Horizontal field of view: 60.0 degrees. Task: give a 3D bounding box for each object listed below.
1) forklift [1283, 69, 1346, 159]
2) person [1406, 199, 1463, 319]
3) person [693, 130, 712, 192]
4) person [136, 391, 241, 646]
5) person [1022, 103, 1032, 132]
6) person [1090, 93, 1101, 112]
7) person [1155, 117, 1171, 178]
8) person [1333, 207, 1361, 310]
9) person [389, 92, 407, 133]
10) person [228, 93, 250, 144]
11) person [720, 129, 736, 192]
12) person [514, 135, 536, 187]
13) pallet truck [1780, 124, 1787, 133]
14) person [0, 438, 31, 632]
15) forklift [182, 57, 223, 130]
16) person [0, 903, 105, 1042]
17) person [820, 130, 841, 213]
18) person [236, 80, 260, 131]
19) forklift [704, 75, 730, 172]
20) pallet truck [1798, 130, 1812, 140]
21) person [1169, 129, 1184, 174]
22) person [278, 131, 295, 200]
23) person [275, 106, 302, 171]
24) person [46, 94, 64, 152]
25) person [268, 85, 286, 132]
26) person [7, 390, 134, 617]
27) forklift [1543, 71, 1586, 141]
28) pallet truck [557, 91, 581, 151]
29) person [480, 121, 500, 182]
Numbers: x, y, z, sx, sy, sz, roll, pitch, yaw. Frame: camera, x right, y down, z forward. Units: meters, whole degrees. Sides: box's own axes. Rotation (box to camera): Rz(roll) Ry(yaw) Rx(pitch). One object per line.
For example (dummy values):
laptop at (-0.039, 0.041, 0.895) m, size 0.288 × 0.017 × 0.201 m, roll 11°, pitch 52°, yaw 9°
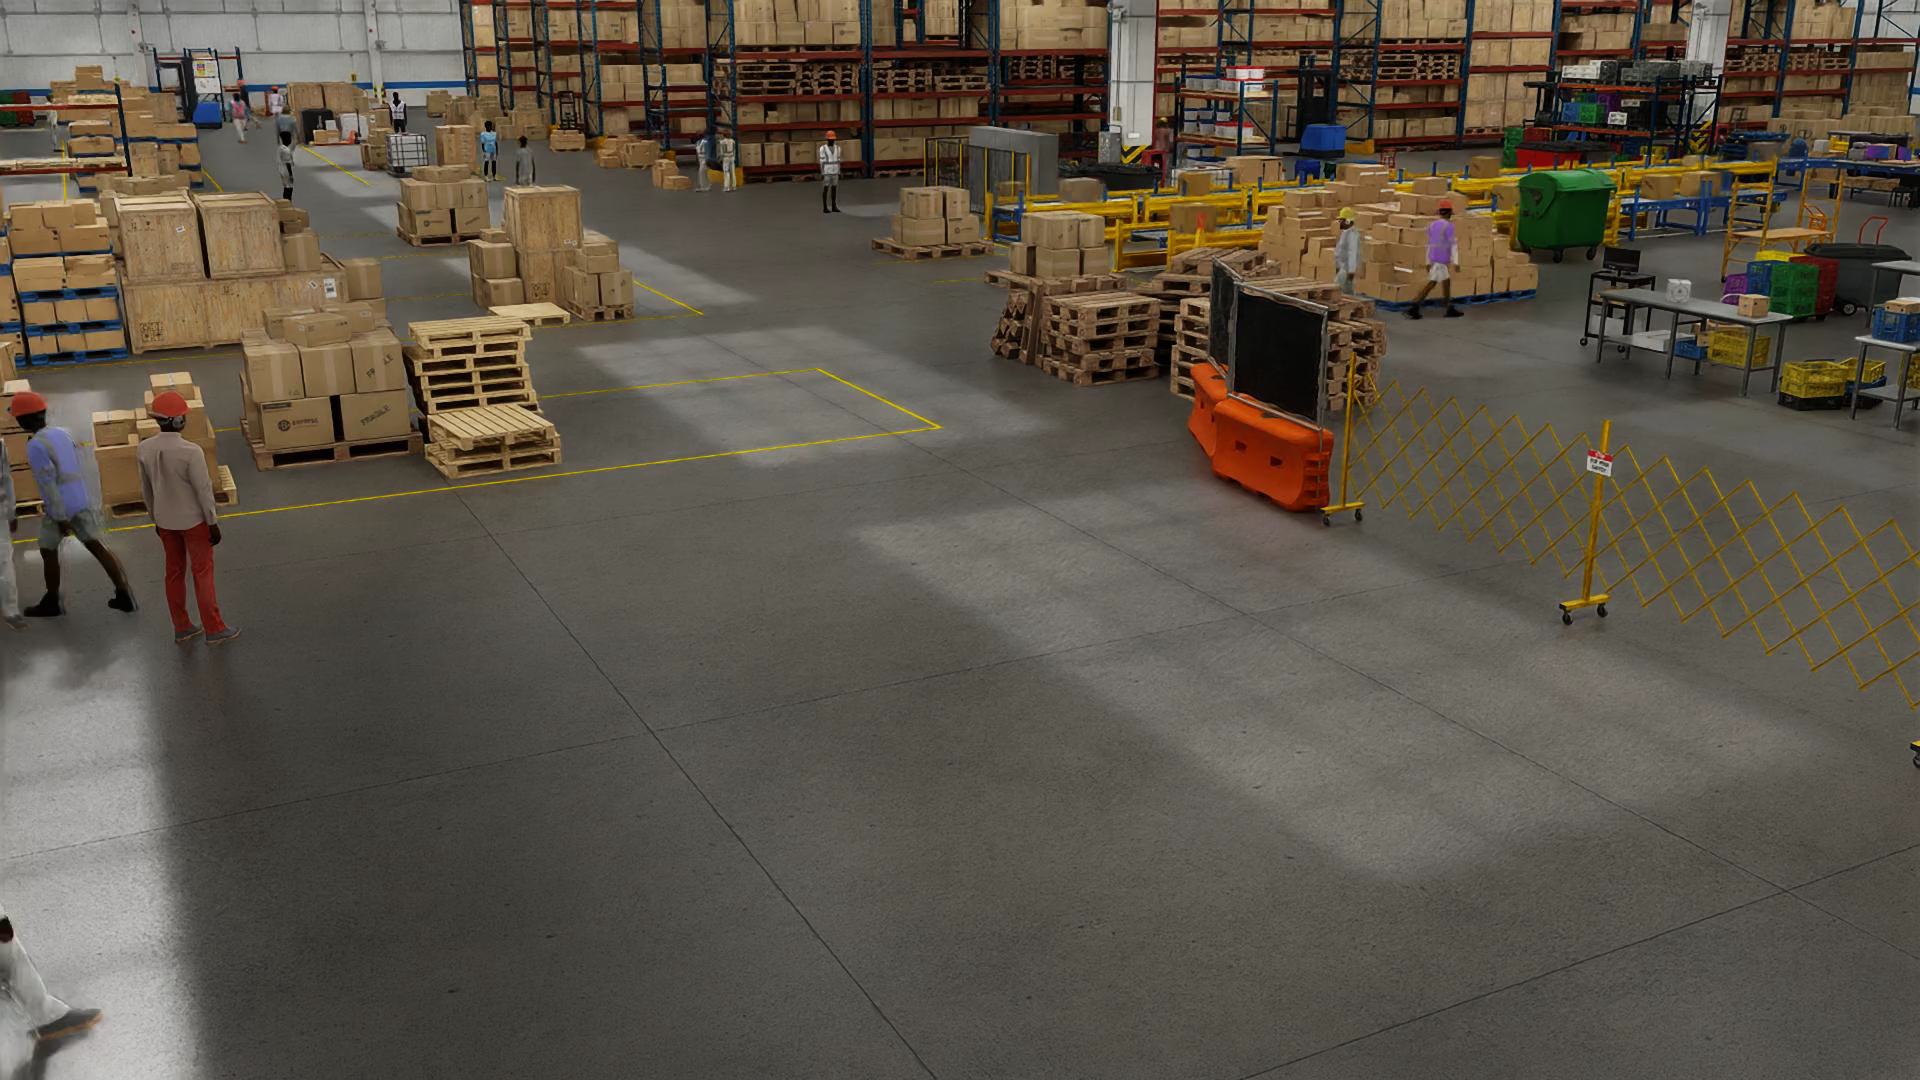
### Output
forklift at (11.615, -13.871, 54.079) m, size 1.129 × 2.768 × 1.873 m, roll -9°, pitch 20°, yaw -27°
person at (7.525, -4.427, 26.253) m, size 0.995 × 1.884 × 0.558 m, roll -4°, pitch 18°, yaw -12°
person at (-6.938, -10.085, 44.309) m, size 0.742 × 1.610 × 0.525 m, roll -12°, pitch 21°, yaw -33°
person at (-5.947, -0.160, 12.762) m, size 0.608 × 1.995 × 0.377 m, roll 5°, pitch 18°, yaw 15°
person at (2.187, -13.796, 55.808) m, size 0.817 × 1.668 × 0.537 m, roll -10°, pitch 20°, yaw -28°
person at (5.350, -16.891, 65.503) m, size 0.500 × 1.633 × 0.280 m, roll 2°, pitch 18°, yaw 6°
person at (5.844, -11.277, 47.846) m, size 0.527 × 1.737 × 0.817 m, roll 9°, pitch 20°, yaw 26°
person at (5.872, -4.233, 25.751) m, size 0.742 × 1.804 × 0.629 m, roll 3°, pitch 18°, yaw 8°
person at (-19.687, -14.728, 58.321) m, size 0.591 × 1.911 × 0.390 m, roll -2°, pitch 18°, yaw -6°
person at (-26.038, -15.232, 60.074) m, size 0.959 × 1.805 × 0.638 m, roll 16°, pitch 24°, yaw 40°
person at (-6.201, -10.132, 44.421) m, size 0.307 × 1.639 × 0.525 m, roll 14°, pitch 23°, yaw 38°
person at (-10.314, -8.623, 39.369) m, size 0.409 × 1.872 × 0.577 m, roll 17°, pitch 24°, yaw 42°
pallet truck at (25.206, -12.542, 52.601) m, size 1.601 × 1.201 × 0.680 m, roll 0°, pitch 18°, yaw -2°
person at (-7.732, -0.201, 13.101) m, size 0.667 × 1.861 × 0.588 m, roll 13°, pitch 22°, yaw 36°
forklift at (-30.624, -17.792, 66.301) m, size 1.873 × 2.768 × 1.129 m, roll -9°, pitch 20°, yaw -26°
person at (-4.579, 1.611, 7.514) m, size 1.016 × 1.838 × 0.590 m, roll -15°, pitch 23°, yaw -38°
person at (-3.084, -8.821, 39.852) m, size 0.543 × 1.939 × 0.371 m, roll -11°, pitch 21°, yaw -32°
person at (-28.411, -17.298, 66.210) m, size 0.662 × 1.976 × 0.618 m, roll -2°, pitch 18°, yaw -6°
forklift at (-6.730, -12.391, 49.464) m, size 1.873 × 2.768 × 1.129 m, roll -9°, pitch 20°, yaw -26°
pallet truck at (25.526, -11.556, 49.408) m, size 1.630 × 1.274 × 0.653 m, roll -9°, pitch 20°, yaw -26°
person at (5.813, -10.166, 44.540) m, size 0.341 × 1.620 × 0.520 m, roll -7°, pitch 19°, yaw -20°
person at (-15.971, -8.718, 39.510) m, size 0.378 × 1.958 × 0.606 m, roll -11°, pitch 21°, yaw -31°
person at (-20.126, -12.060, 50.002) m, size 0.666 × 1.901 × 0.906 m, roll 1°, pitch 18°, yaw 2°
person at (-30.792, -14.156, 56.483) m, size 0.357 × 1.938 × 0.637 m, roll -9°, pitch 20°, yaw -26°
person at (-26.013, -16.379, 63.481) m, size 0.566 × 1.899 × 0.922 m, roll 0°, pitch 18°, yaw -2°
person at (-7.178, -0.287, 13.382) m, size 0.845 × 1.876 × 0.564 m, roll 1°, pitch 18°, yaw 3°
forklift at (18.685, -13.231, 52.085) m, size 1.873 × 2.768 × 1.129 m, roll -9°, pitch 20°, yaw -26°
pallet truck at (-13.495, -14.412, 57.188) m, size 0.823 × 1.965 × 1.885 m, roll -3°, pitch 18°, yaw -9°
person at (-13.282, -10.978, 46.983) m, size 0.322 × 1.690 × 0.532 m, roll 14°, pitch 23°, yaw 37°
